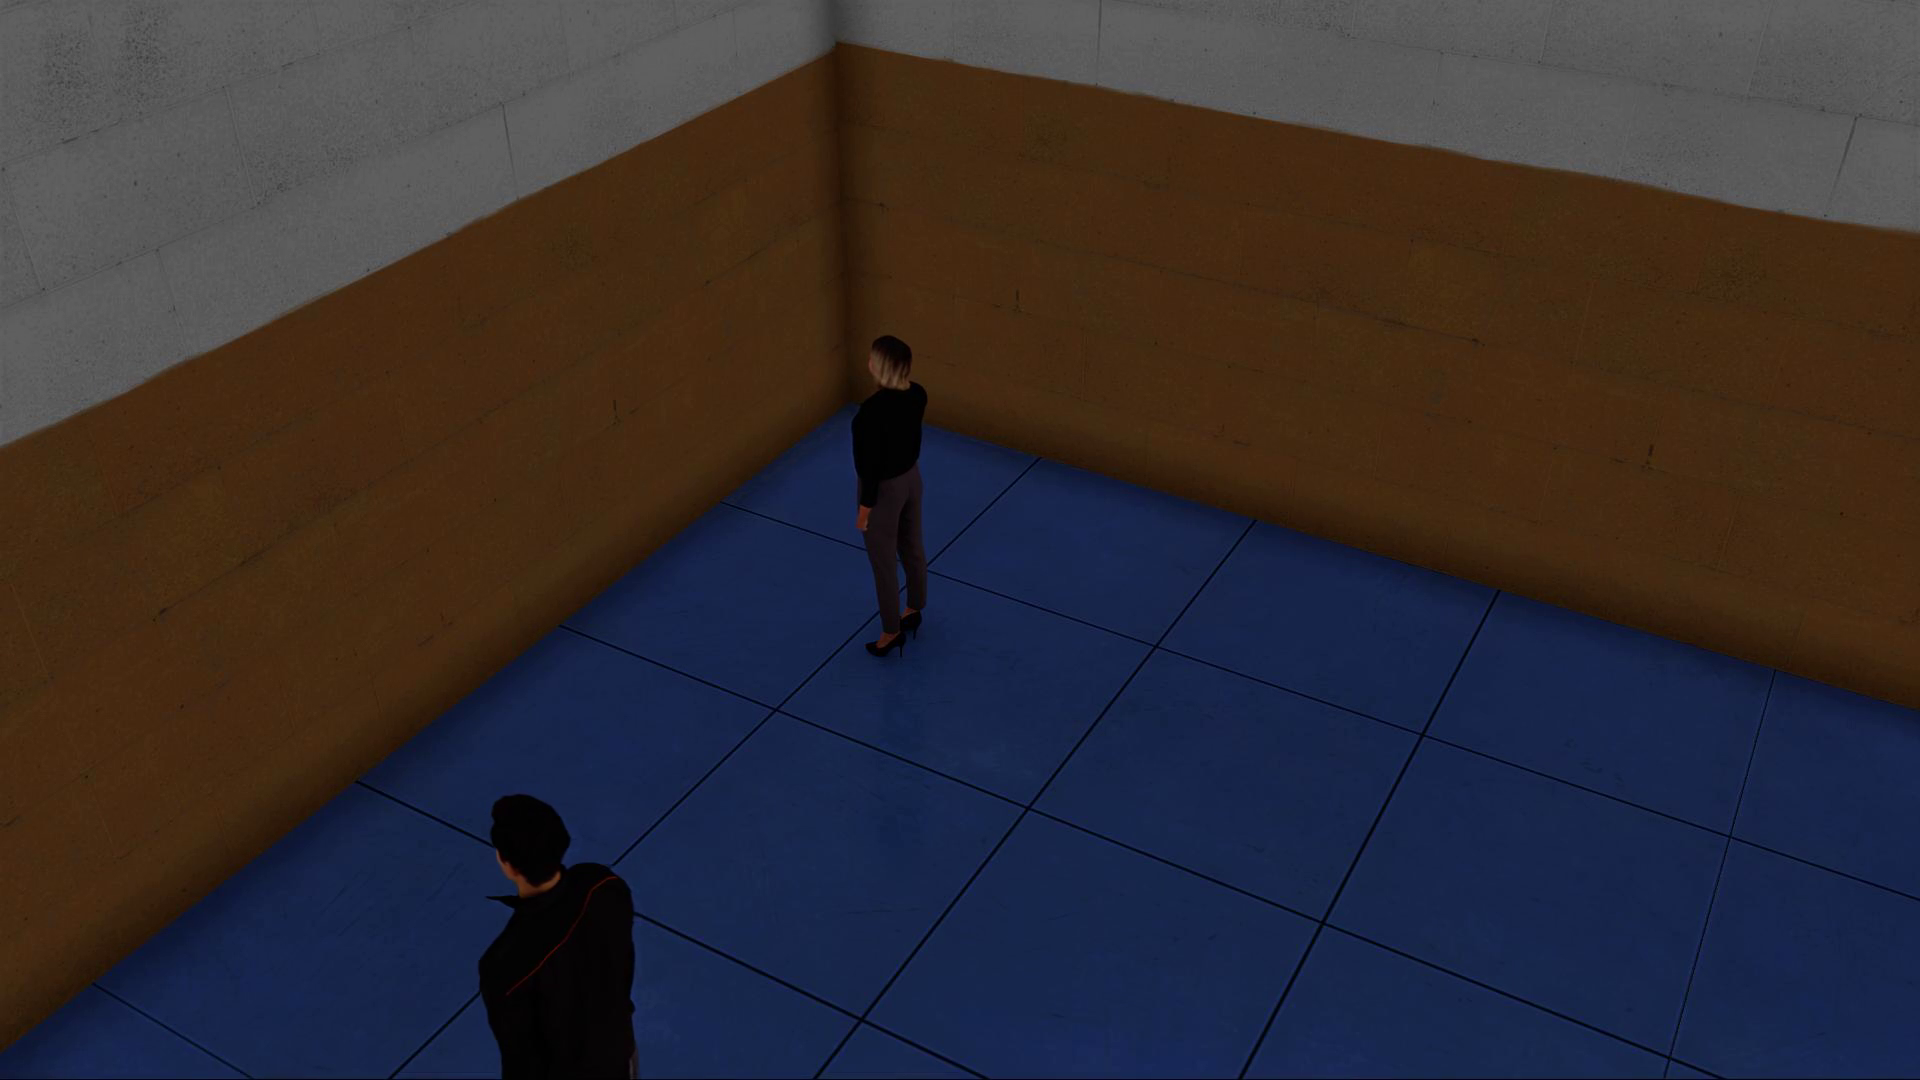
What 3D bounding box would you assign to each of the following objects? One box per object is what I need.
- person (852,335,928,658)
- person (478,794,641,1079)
[{"bbox_3d":[-0.308,-0.188,7.729,0.660,1.672,0.468,20,39,27],"label":"person"},{"bbox_3d":[-1.134,1.520,4.915,0.767,1.945,0.532,16,37,22],"label":"person"}]
